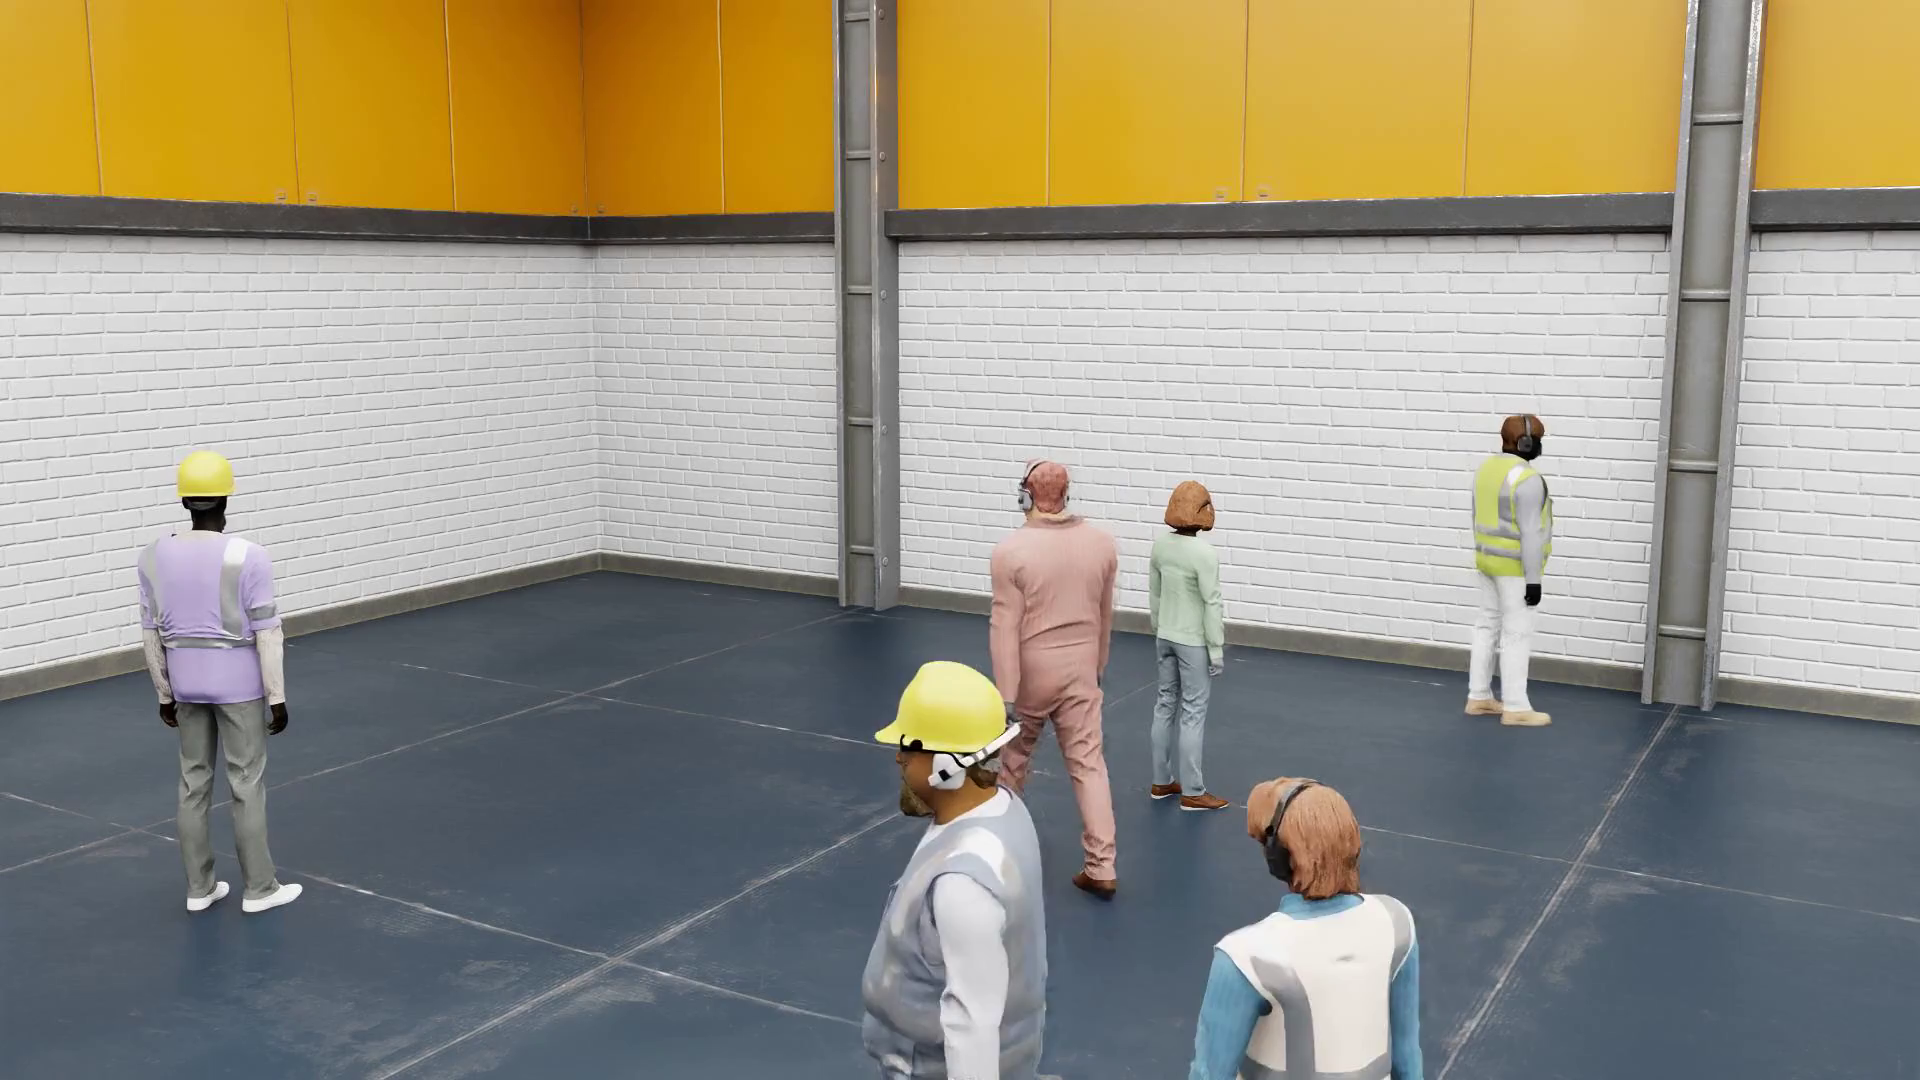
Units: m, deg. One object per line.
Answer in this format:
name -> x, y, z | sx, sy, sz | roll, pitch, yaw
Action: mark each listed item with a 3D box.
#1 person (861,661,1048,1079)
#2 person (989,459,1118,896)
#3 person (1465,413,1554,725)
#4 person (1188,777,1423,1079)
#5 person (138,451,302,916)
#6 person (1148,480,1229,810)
person -> 0.032, 1.159, 3.686 | 0.495, 1.817, 0.597 | 2, 9, 10
person -> 0.384, 0.571, 7.255 | 0.671, 1.853, 1.013 | -5, 10, -27
person -> 3.261, 0.167, 9.808 | 0.429, 1.842, 0.633 | -2, 9, -11
person -> 0.676, 1.282, 3.558 | 0.538, 1.599, 0.801 | -5, 11, -30
person -> -3.047, 0.596, 6.843 | 0.589, 1.930, 0.355 | 1, 9, 7
person -> 1.130, 0.518, 8.251 | 0.278, 1.635, 0.506 | -5, 11, -31
